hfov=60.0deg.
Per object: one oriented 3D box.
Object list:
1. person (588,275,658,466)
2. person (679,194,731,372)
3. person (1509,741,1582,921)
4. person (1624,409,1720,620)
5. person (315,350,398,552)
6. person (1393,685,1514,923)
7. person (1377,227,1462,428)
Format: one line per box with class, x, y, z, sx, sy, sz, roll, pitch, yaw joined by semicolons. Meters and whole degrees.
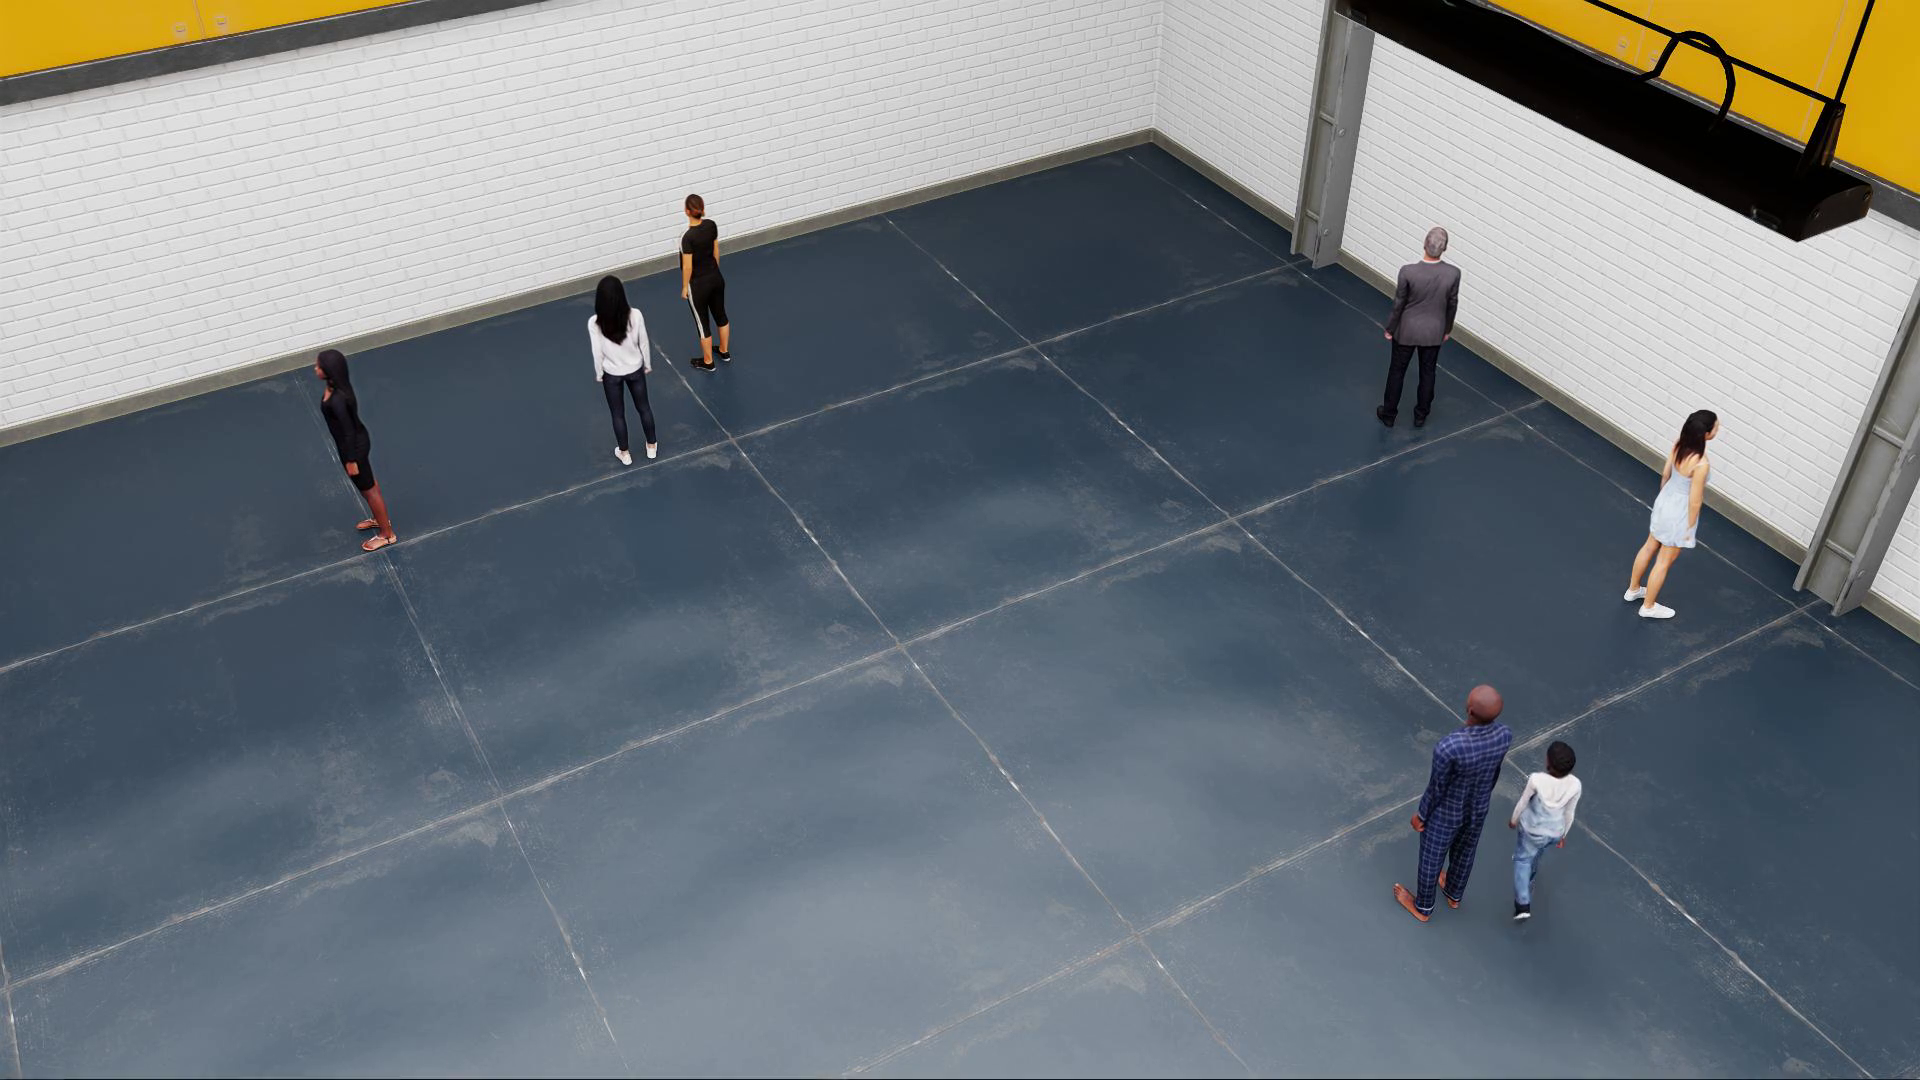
person;-2.715;-1.367;13.387;0.637;1.700;0.580;-14;41;-17
person;-2.236;-2.264;14.535;0.640;1.669;0.651;26;46;29
person;3.452;1.732;9.876;0.747;1.238;0.893;3;39;3
person;5.107;-0.202;11.904;0.718;1.729;0.586;-5;39;-6
person;-4.577;-0.691;12.524;0.698;1.720;0.479;-14;41;-17
person;2.900;1.527;9.667;0.683;1.819;0.637;-14;41;-17
person;3.802;-1.754;13.760;0.810;1.840;0.808;2;39;2
